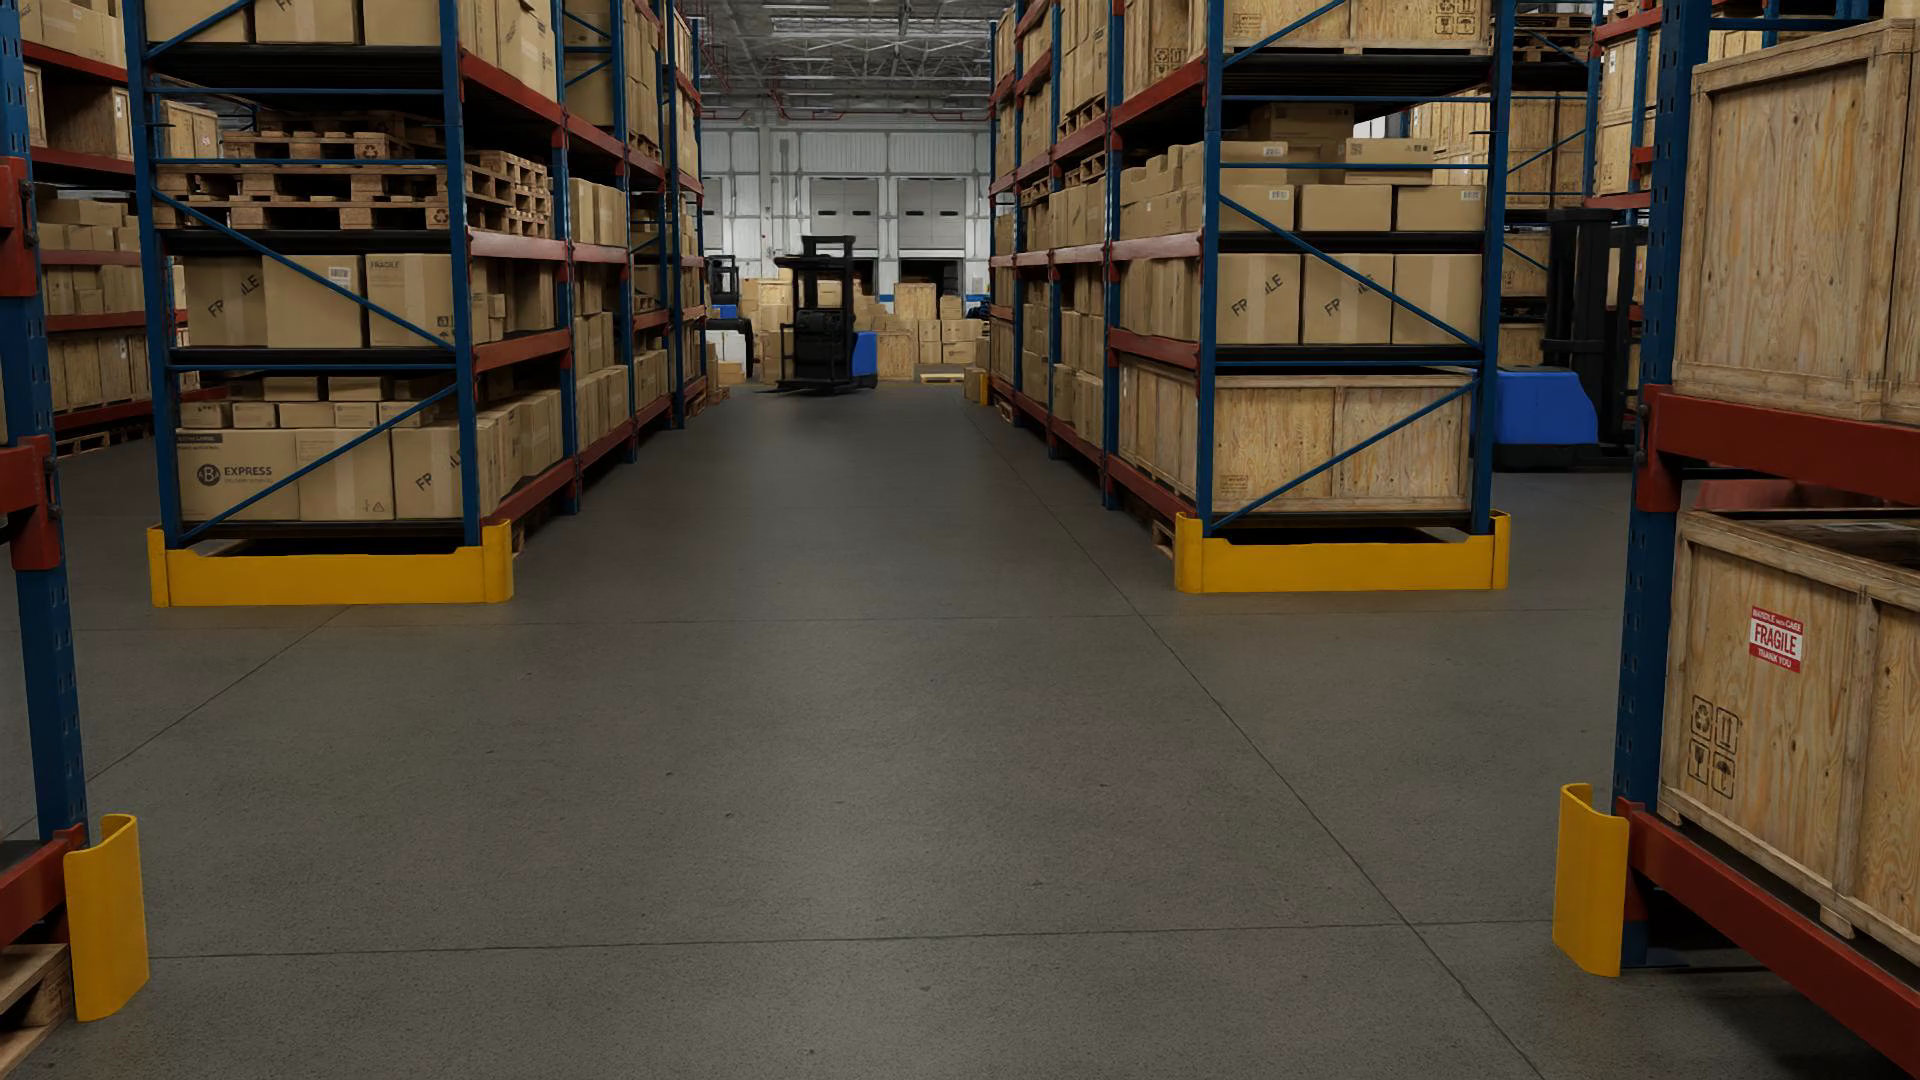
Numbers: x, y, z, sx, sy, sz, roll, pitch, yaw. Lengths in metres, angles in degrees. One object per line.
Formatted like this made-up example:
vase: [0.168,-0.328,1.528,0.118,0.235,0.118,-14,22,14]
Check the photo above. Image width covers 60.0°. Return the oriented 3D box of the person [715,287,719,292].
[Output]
person: [-9.110,-8.607,62.083,0.533,1.697,0.318,1,9,7]

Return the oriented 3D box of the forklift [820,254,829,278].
forklift: [-4.808,-8.280,56.322,1.873,2.768,1.129,-8,12,-41]

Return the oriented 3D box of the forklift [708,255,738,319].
forklift: [-8.312,-8.585,58.236,1.129,2.768,1.873,-1,9,-4]

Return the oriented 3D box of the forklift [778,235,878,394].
forklift: [-2.342,-4.079,29.944,1.129,2.768,1.873,4,10,24]

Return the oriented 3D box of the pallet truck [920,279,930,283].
pallet truck: [-0.932,-8.922,63.114,1.885,1.965,0.823,2,9,13]

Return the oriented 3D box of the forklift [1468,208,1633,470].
forklift: [6.676,-2.202,18.160,1.873,2.768,1.129,-1,9,-4]

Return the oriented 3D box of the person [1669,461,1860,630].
person: [2.762,0.259,5.912,1.030,1.848,0.652,-1,9,-5]
